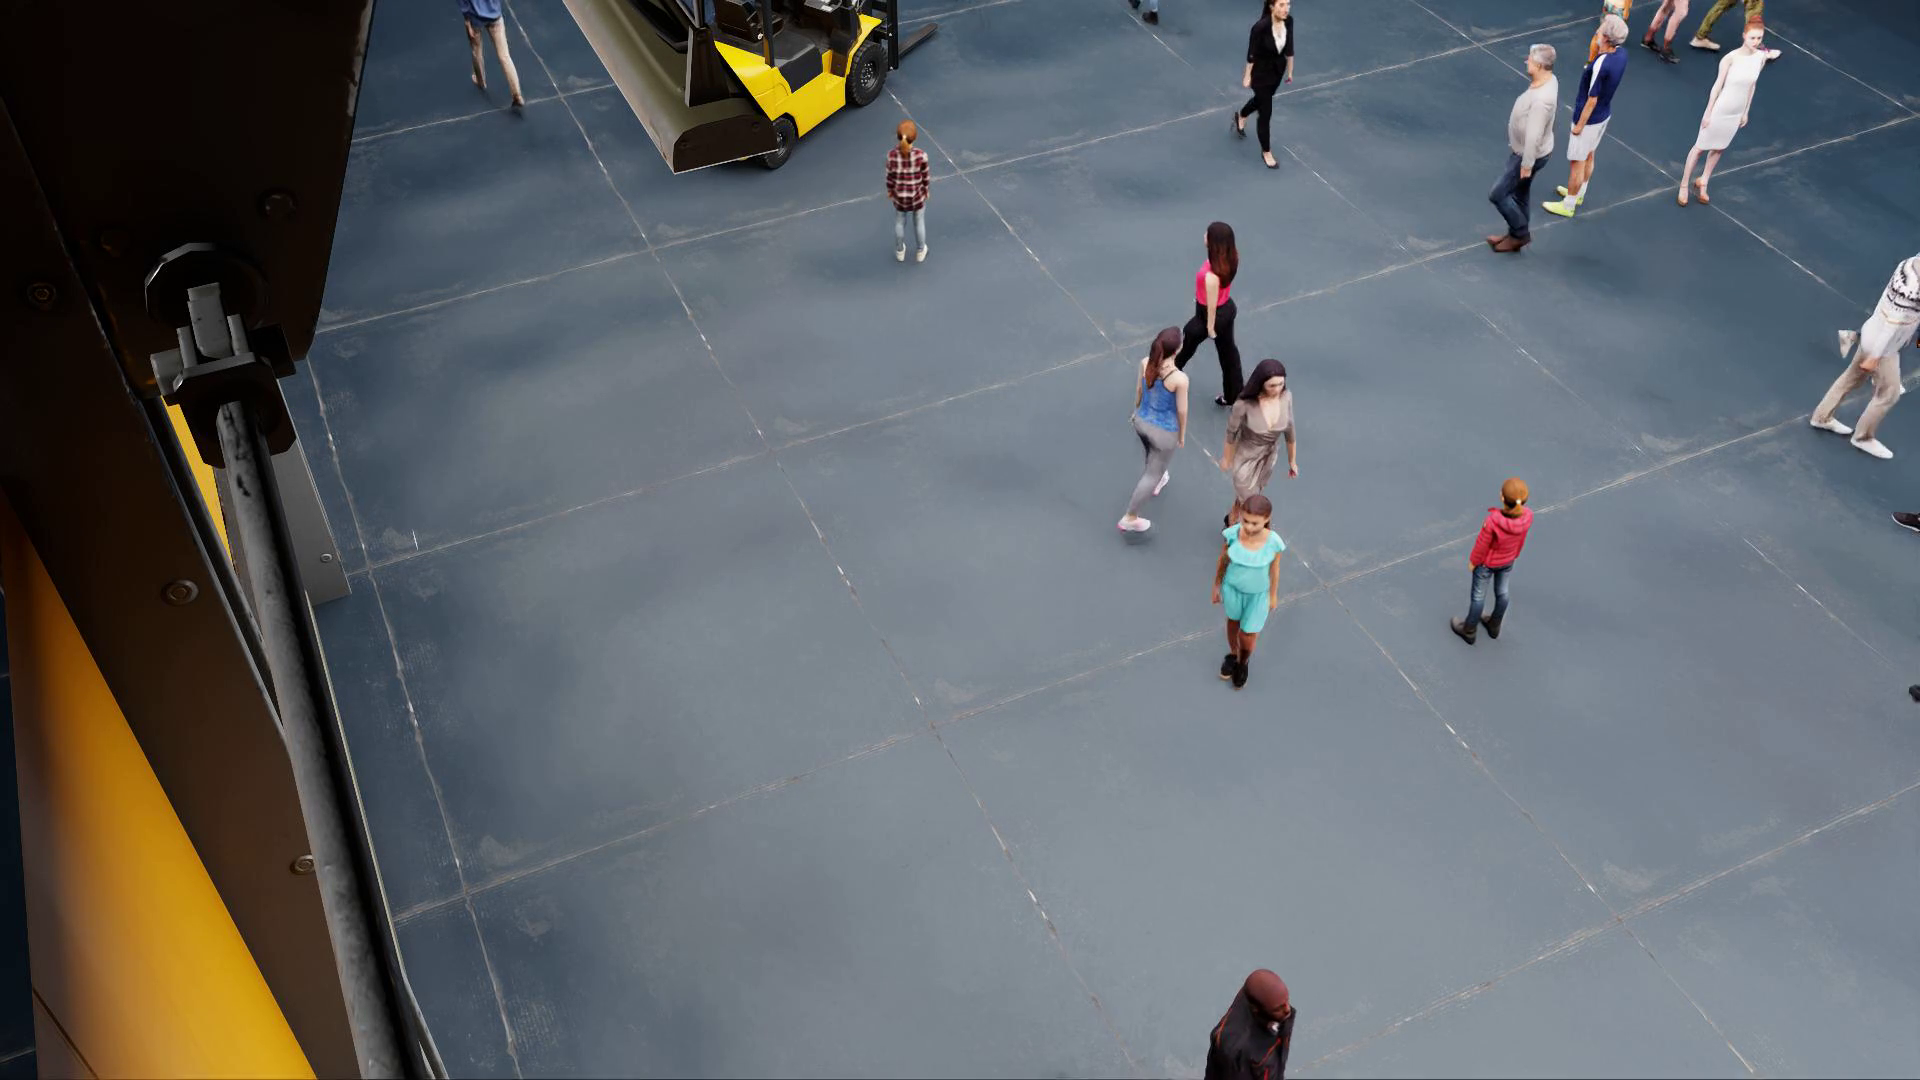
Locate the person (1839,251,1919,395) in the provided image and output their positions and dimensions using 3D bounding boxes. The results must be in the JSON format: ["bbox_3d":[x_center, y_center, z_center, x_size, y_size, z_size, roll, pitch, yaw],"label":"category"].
[{"bbox_3d":[7.242,-1.883,12.720,0.836,1.623,0.973,-30,51,-28],"label":"person"}]

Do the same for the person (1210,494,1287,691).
[{"bbox_3d":[1.837,0.270,10.515,0.675,1.548,0.741,18,47,18],"label":"person"}]

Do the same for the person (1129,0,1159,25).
[{"bbox_3d":[2.030,-5.955,17.319,0.631,1.175,0.809,-32,52,-29],"label":"person"}]

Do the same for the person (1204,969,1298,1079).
[{"bbox_3d":[1.252,2.563,7.938,1.306,1.782,1.096,25,49,24],"label":"person"}]

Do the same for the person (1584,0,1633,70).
[{"bbox_3d":[6.483,-5.288,16.412,0.627,1.461,0.484,-9,44,-9],"label":"person"}]

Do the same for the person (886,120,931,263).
[{"bbox_3d":[-0.431,-2.946,14.067,0.610,1.304,0.645,5,44,5],"label":"person"}]

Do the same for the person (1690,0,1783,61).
[{"bbox_3d":[7.777,-5.682,16.596,1.207,1.777,1.123,16,46,16],"label":"person"}]

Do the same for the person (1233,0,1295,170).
[{"bbox_3d":[2.762,-4.283,15.239,0.672,1.624,1.080,-23,48,-22],"label":"person"}]

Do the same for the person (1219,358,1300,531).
[{"bbox_3d":[1.966,-0.575,11.279,0.593,1.717,0.930,-17,46,-17],"label":"person"}]

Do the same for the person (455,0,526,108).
[{"bbox_3d":[-4.494,-4.920,15.885,0.717,1.654,1.187,-24,49,-23],"label":"person"}]

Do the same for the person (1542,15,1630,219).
[{"bbox_3d":[5.488,-3.683,14.454,0.702,1.838,0.712,29,51,27],"label":"person"}]

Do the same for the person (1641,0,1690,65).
[{"bbox_3d":[7.179,-5.692,16.663,0.646,1.698,0.791,-22,48,-21],"label":"person"}]

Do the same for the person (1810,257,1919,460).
[{"bbox_3d":[6.646,-1.473,12.130,1.016,1.843,0.948,16,46,16],"label":"person"}]

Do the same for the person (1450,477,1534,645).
[{"bbox_3d":[3.497,0.137,10.824,0.526,1.313,0.511,-12,45,-12],"label":"person"}]

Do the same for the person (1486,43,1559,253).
[{"bbox_3d":[4.851,-3.235,13.948,0.910,1.886,0.859,15,46,15],"label":"person"}]

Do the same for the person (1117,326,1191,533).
[{"bbox_3d":[1.330,-0.740,11.556,0.983,1.574,0.869,33,52,29],"label":"person"}]

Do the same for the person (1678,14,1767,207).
[{"bbox_3d":[6.685,-3.733,14.539,0.629,1.793,0.579,-6,44,-7],"label":"person"}]

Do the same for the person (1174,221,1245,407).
[{"bbox_3d":[1.963,-1.634,12.472,1.167,1.604,0.961,24,49,23],"label":"person"}]
